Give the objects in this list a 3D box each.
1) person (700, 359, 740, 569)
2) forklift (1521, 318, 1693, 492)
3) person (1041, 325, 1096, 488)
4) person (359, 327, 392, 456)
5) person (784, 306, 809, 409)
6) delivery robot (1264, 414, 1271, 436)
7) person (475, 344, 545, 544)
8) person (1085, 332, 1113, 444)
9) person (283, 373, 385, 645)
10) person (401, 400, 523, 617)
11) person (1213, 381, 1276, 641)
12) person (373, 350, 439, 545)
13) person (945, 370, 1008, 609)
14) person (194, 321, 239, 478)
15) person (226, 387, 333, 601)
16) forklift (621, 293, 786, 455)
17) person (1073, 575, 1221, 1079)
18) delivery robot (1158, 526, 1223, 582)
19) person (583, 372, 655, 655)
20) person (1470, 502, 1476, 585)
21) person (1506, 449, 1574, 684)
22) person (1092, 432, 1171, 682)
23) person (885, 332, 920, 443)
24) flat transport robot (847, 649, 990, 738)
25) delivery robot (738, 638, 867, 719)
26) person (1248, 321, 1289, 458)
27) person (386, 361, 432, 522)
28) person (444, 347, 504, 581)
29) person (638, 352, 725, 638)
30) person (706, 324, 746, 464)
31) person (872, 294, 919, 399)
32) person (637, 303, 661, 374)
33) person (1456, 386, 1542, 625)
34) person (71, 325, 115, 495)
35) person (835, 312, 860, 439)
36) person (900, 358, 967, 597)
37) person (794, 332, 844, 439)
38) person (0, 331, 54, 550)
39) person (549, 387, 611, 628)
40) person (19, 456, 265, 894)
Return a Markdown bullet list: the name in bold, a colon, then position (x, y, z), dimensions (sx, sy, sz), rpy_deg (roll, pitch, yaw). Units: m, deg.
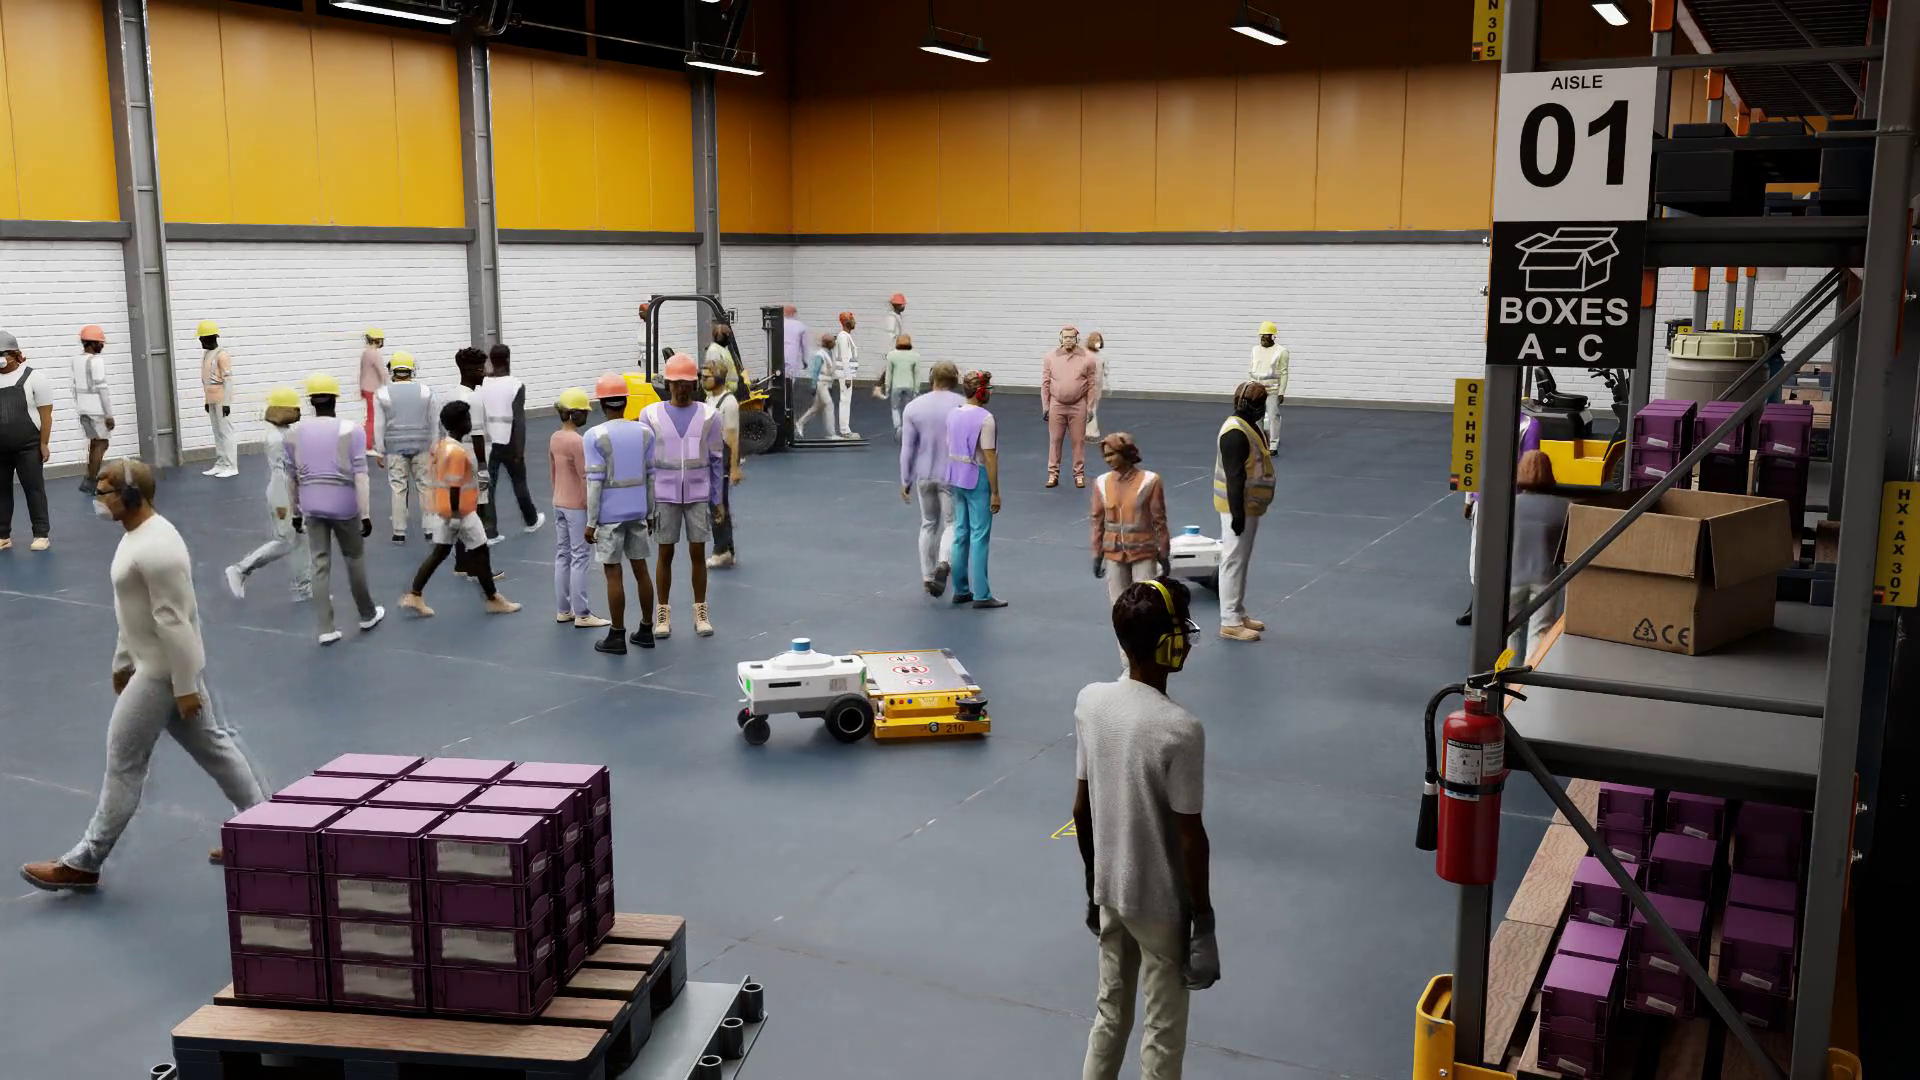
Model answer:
- **person**: position (-2.156, -0.646, 14.420), dimensions (0.513, 1.829, 0.557), rpy_deg (-6, 11, -31)
- **forklift**: position (7.066, -1.601, 18.899), dimensions (2.313, 2.155, 1.214), rpy_deg (5, 11, 27)
- **person**: position (1.268, -1.559, 19.488), dimensions (0.643, 1.909, 0.410), rpy_deg (1, 10, 5)
- **person**: position (-7.899, -2.009, 22.577), dimensions (0.639, 1.743, 0.554), rpy_deg (-8, 12, -38)
- **person**: position (-2.969, -3.146, 28.928), dimensions (0.652, 1.825, 1.053), rpy_deg (1, 10, 4)
- **delivery robot**: position (4.219, -1.633, 23.553), dimensions (0.477, 0.478, 0.707), rpy_deg (8, 13, 40)
- **person**: position (-4.355, -0.938, 15.985), dimensions (0.588, 1.869, 0.991), rpy_deg (2, 10, 11)
- **person**: position (1.974, -2.170, 23.873), dimensions (0.527, 1.597, 0.775), rpy_deg (-5, 11, -28)
- **person**: position (-4.459, -0.238, 11.836), dimensions (0.624, 1.905, 0.704), rpy_deg (0, 10, -1)
- **person**: position (-3.818, -0.229, 12.518), dimensions (0.861, 1.661, 0.533), rpy_deg (-5, 11, -26)
- **person**: position (2.040, -0.217, 11.920), dimensions (0.430, 1.841, 0.624), rpy_deg (3, 10, 19)
- **person**: position (-5.222, -0.870, 15.713), dimensions (0.586, 1.833, 0.403), rpy_deg (-5, 11, -25)
- **person**: position (0.099, -0.392, 12.904), dimensions (0.388, 1.847, 0.563), rpy_deg (-7, 12, -35)
- **person**: position (-9.125, -1.726, 20.415), dimensions (0.587, 1.922, 0.383), rpy_deg (10, 14, 44)
- **person**: position (-5.342, -0.338, 12.969), dimensions (0.682, 1.715, 0.486), rpy_deg (-2, 10, -9)
- **forklift**: position (-3.588, -2.317, 23.042), dimensions (2.313, 2.155, 1.214), rpy_deg (-1, 10, -5)
- **person**: position (0.533, 1.022, 4.654), dimensions (0.328, 1.872, 0.510), rpy_deg (-8, 12, -38)
- **delivery robot**: position (1.866, 0.128, 13.358), dimensions (0.707, 0.478, 0.477), rpy_deg (-2, 10, -10)
- **person**: position (-2.352, -0.183, 11.440), dimensions (0.548, 1.934, 0.374), rpy_deg (-9, 14, -43)
- **person**: position (4.419, -0.421, 13.662), dimensions (0.512, 1.644, 0.307), rpy_deg (-3, 10, -17)
- **person**: position (3.392, 0.258, 9.889), dimensions (0.501, 1.592, 0.865), rpy_deg (5, 11, 26)
- **person**: position (1.098, 0.120, 10.622), dimensions (0.557, 1.613, 0.326), rpy_deg (7, 12, 34)
- **person**: position (-0.816, -2.160, 23.834), dimensions (0.514, 1.613, 0.472), rpy_deg (-1, 10, -6)
- **flat transport robot**: position (-0.280, 0.893, 10.024), dimensions (0.652, 0.197, 1.431), rpy_deg (-2, 10, -11)
- **delivery robot**: position (-0.900, 0.803, 9.452), dimensions (0.707, 0.478, 0.477), rpy_deg (-3, 10, -14)
- **person**: position (4.120, -2.023, 22.388), dimensions (0.591, 1.833, 0.403), rpy_deg (9, 13, 41)
- **person**: position (-5.625, -1.010, 17.001), dimensions (0.560, 1.682, 0.410), rpy_deg (2, 10, 11)
- **person**: position (-4.119, -0.642, 14.008), dimensions (0.361, 1.962, 0.613), rpy_deg (-8, 12, -37)
- **person**: position (-1.982, -0.315, 11.889), dimensions (0.605, 2.045, 0.379), rpy_deg (-2, 10, -13)
- **person**: position (-3.099, -1.913, 21.772), dimensions (0.454, 1.842, 0.630), rpy_deg (0, 10, -2)
- **person**: position (-1.190, -3.594, 31.022), dimensions (1.041, 2.000, 0.609), rpy_deg (1, 10, 8)
- **person**: position (-5.391, -3.149, 28.758), dimensions (0.337, 1.882, 0.584), rpy_deg (-9, 13, -41)
- **person**: position (3.934, -0.307, 12.148), dimensions (0.545, 1.939, 0.354), rpy_deg (9, 14, 43)
- **person**: position (-9.898, -1.473, 18.959), dimensions (0.567, 1.926, 0.621), rpy_deg (7, 12, 33)
- **person**: position (-1.660, -2.420, 24.543), dimensions (0.355, 1.883, 0.575), rpy_deg (-1, 10, -4)
- **person**: position (-0.173, -0.479, 13.218), dimensions (0.644, 1.914, 0.750), rpy_deg (2, 10, 11)
- **person**: position (-2.103, -2.270, 24.494), dimensions (0.768, 1.596, 0.526), rpy_deg (3, 10, 15)
- **person**: position (-8.745, -0.907, 15.324), dimensions (0.678, 2.000, 0.537), rpy_deg (-1, 10, -6)
- **person**: position (-2.824, -0.237, 12.243), dimensions (0.311, 1.768, 0.524), rpy_deg (-9, 13, -41)
- **person**: position (-3.533, 0.570, 7.258), dimensions (1.056, 1.881, 0.648), rpy_deg (-5, 11, -28)
